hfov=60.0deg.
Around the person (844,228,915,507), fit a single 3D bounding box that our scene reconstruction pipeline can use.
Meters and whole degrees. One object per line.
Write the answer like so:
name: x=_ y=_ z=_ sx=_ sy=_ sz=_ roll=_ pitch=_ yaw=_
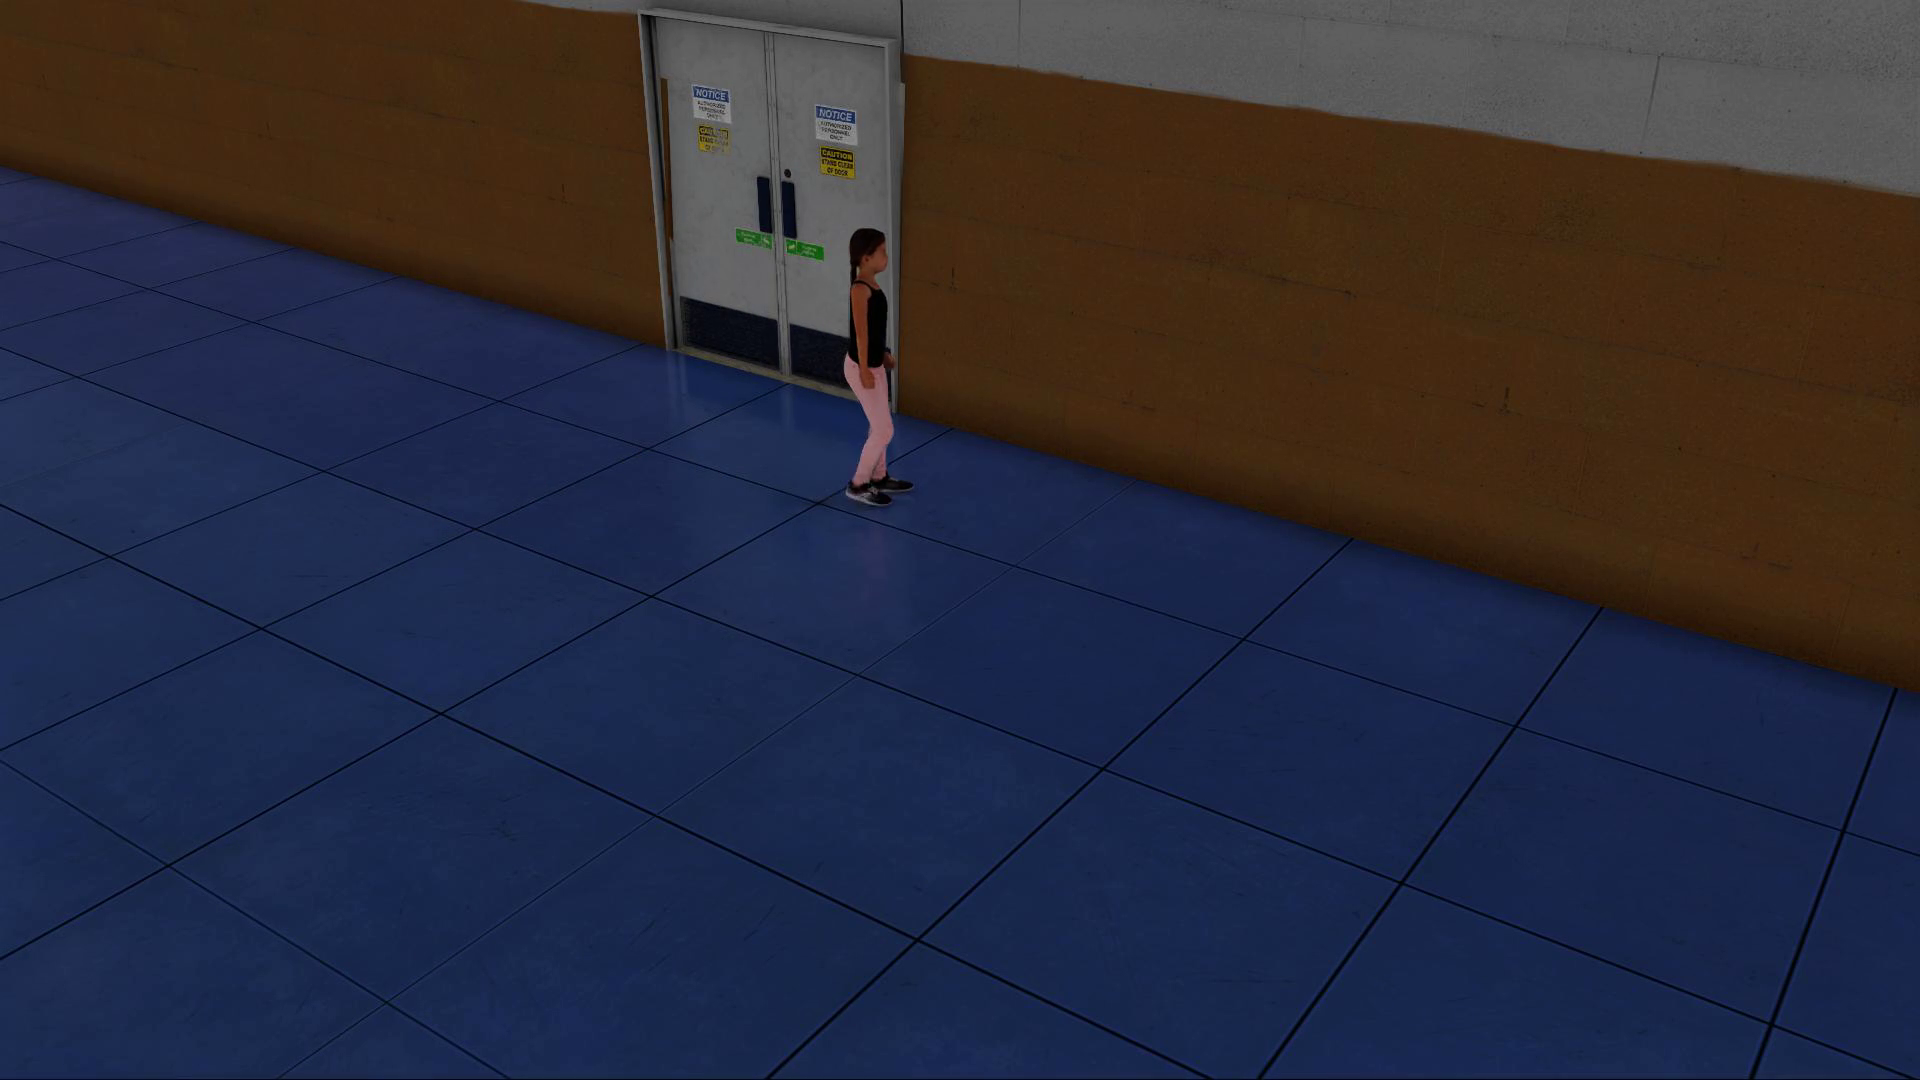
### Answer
person: x=-0.539 y=-0.946 z=9.147 sx=0.730 sy=1.561 sz=0.655 roll=3 pitch=27 yaw=6
